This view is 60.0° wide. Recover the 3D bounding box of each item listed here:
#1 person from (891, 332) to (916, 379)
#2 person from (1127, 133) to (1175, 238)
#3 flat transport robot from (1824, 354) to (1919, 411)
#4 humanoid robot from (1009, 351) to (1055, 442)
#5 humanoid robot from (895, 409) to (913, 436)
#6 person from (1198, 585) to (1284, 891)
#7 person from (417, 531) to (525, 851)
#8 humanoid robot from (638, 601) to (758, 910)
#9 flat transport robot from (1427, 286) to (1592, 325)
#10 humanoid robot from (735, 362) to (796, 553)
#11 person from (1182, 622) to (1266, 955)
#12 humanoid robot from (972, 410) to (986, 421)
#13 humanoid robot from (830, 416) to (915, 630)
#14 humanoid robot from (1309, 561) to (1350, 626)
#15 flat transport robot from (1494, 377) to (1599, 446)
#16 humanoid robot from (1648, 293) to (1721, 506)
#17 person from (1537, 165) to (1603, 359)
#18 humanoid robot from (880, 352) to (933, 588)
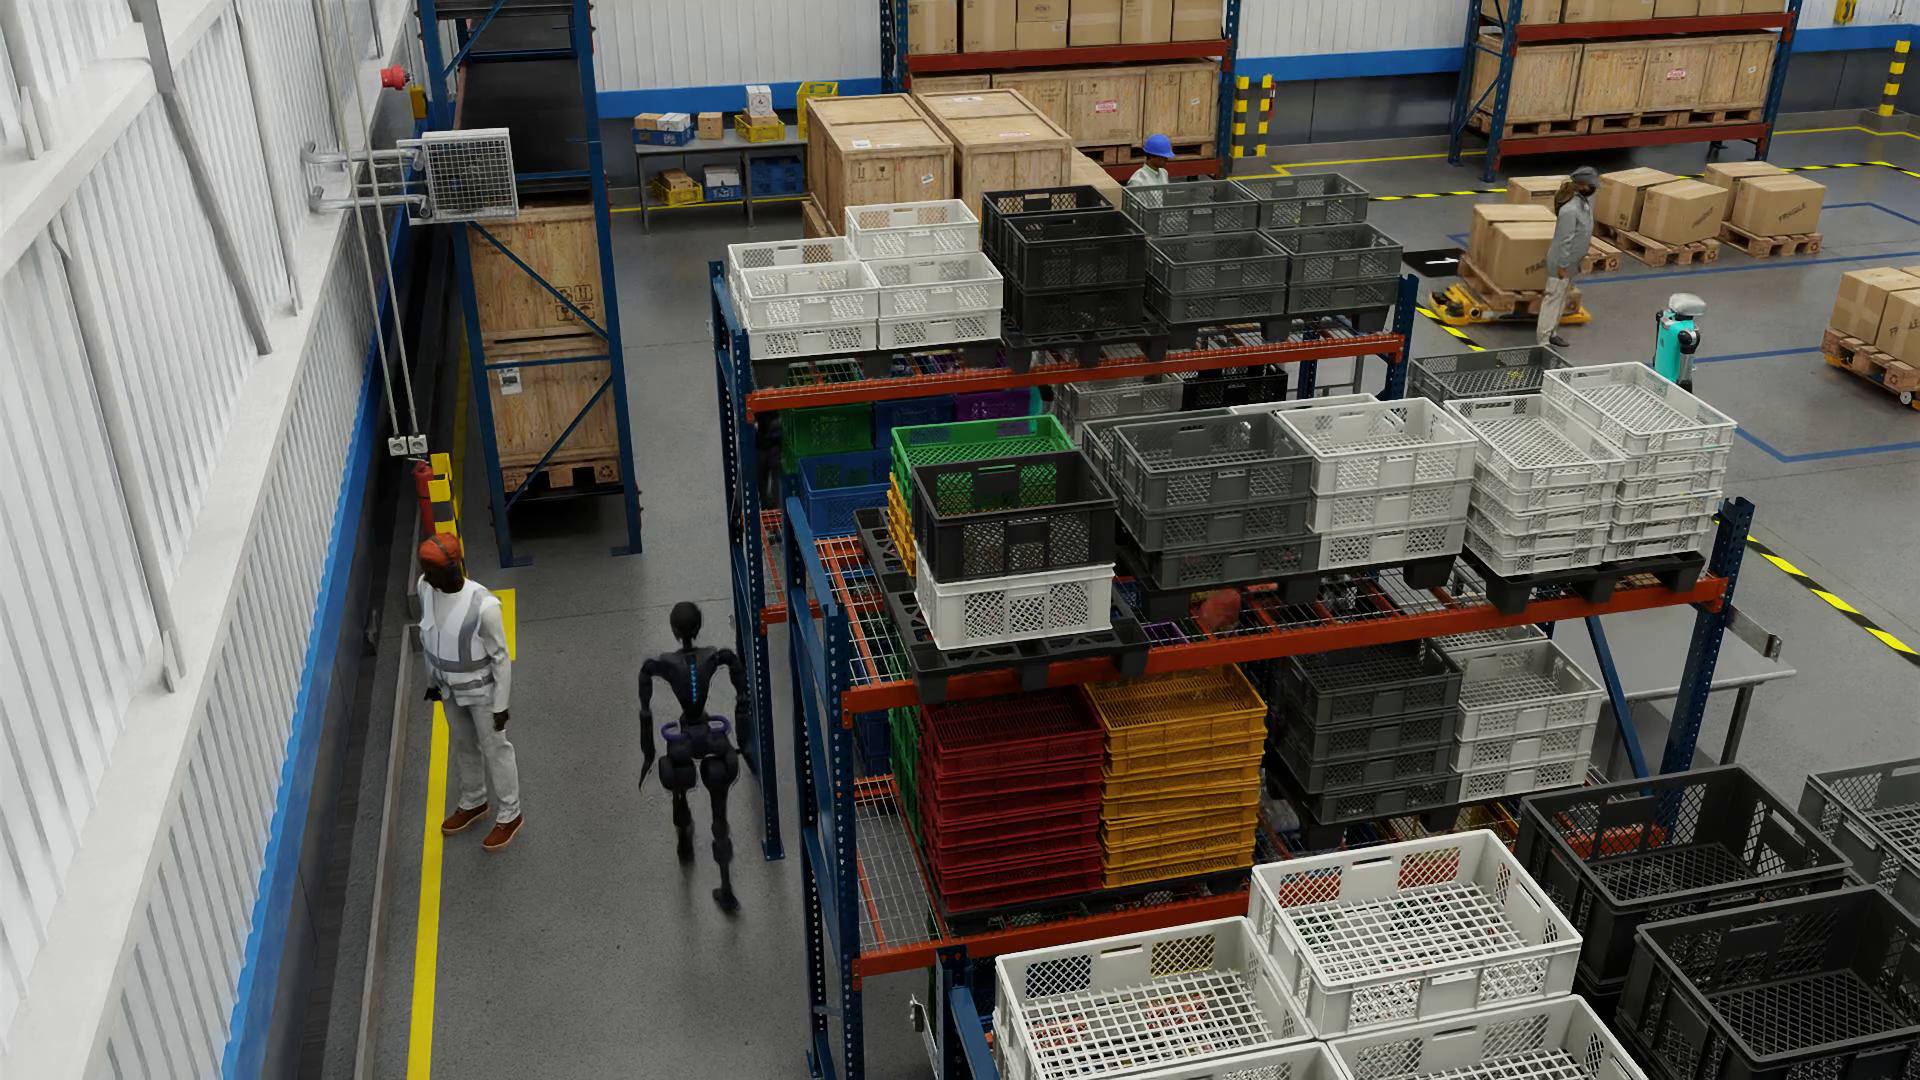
[{"bbox_3d":[-0.270,-0.642,11.631,0.811,1.790,0.611,-2,28,-3],"label":"person"},{"bbox_3d":[1.782,-2.873,15.711,0.412,1.939,0.602,19,33,31],"label":"person"},{"bbox_3d":[8.473,-1.467,14.800,0.652,0.197,1.431,-6,28,-12],"label":"flat transport robot"},{"bbox_3d":[0.280,-0.456,11.293,0.541,1.772,0.674,22,35,35],"label":"humanoid robot"},{"bbox_3d":[-0.291,-0.156,10.826,0.350,1.656,0.602,-10,29,-18],"label":"humanoid robot"},{"bbox_3d":[1.376,1.034,8.231,0.488,2.005,0.649,10,29,19],"label":"person"},{"bbox_3d":[-2.611,0.790,8.814,0.572,1.886,0.357,16,32,28],"label":"person"},{"bbox_3d":[-1.358,1.071,8.540,0.612,1.624,0.777,-9,29,-16],"label":"humanoid robot"},{"bbox_3d":[5.438,-2.345,16.466,1.431,0.197,0.652,-1,28,-3],"label":"flat transport robot"},{"bbox_3d":[-1.341,-0.654,11.770,0.601,1.641,0.343,19,33,32],"label":"humanoid robot"},{"bbox_3d":[1.288,1.203,8.078,0.429,1.844,0.626,22,35,36],"label":"person"},{"bbox_3d":[0.344,-0.011,10.579,0.784,1.839,0.534,-8,29,-14],"label":"humanoid robot"},{"bbox_3d":[-0.499,-0.162,10.839,0.652,1.859,0.537,-8,29,-14],"label":"humanoid robot"},{"bbox_3d":[2.265,0.051,10.440,0.589,1.634,0.417,-17,32,-30],"label":"humanoid robot"},{"bbox_3d":[4.780,-1.036,14.013,0.659,0.231,1.431,-6,28,-12],"label":"flat transport robot"},{"bbox_3d":[5.404,-1.004,12.236,0.735,1.673,0.533,-1,28,-2],"label":"humanoid robot"},{"bbox_3d":[5.582,-2.580,15.329,0.394,1.769,0.564,16,32,27],"label":"person"},{"bbox_3d":[-0.455,-0.485,11.410,0.774,1.791,0.547,24,36,38],"label":"humanoid robot"}]
